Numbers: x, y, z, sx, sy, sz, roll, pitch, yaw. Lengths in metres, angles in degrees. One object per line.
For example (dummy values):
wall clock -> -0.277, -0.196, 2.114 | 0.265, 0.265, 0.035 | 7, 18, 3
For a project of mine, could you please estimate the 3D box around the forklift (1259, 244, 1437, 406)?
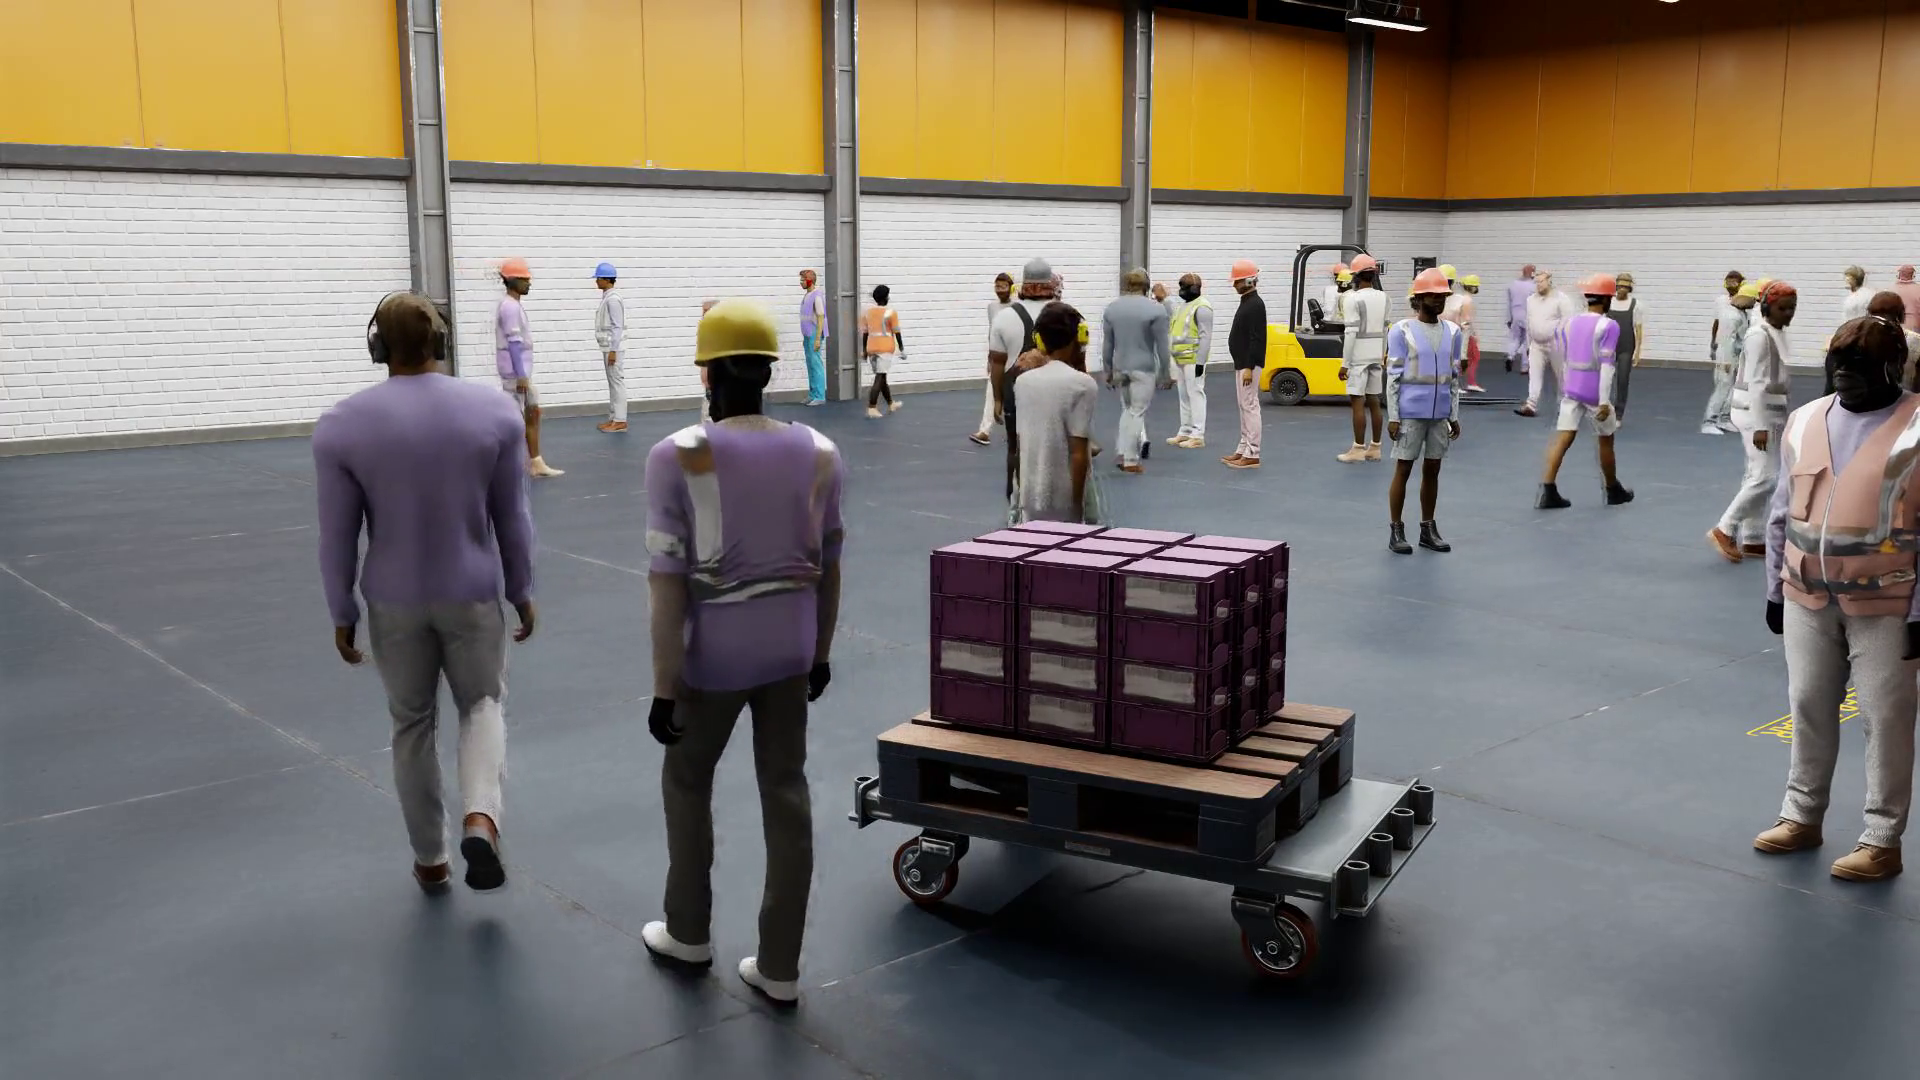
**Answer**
forklift -> 5.256, -2.933, 22.661 | 2.313, 2.155, 1.214 | 3, 10, 16

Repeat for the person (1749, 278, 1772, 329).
person -> 9.451, -2.199, 19.621 | 0.326, 1.765, 0.533 | -2, 10, -9

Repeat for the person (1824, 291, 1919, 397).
person -> 5.835, -0.667, 10.535 | 0.660, 1.799, 0.889 | 9, 13, 42

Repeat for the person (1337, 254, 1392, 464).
person -> 3.928, -1.766, 16.278 | 0.610, 2.040, 0.394 | -7, 12, -35

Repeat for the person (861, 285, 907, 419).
person -> -0.931, -2.370, 20.939 | 0.542, 1.655, 0.868 | 8, 13, 39

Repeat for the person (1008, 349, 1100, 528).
person -> 0.388, -0.060, 7.543 | 0.636, 1.597, 0.523 | -4, 11, -24

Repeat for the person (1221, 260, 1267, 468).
person -> 2.736, -1.681, 15.943 | 0.388, 1.987, 0.608 | 0, 10, 1

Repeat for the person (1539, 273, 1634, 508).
person -> 5.068, -1.194, 13.392 | 0.986, 1.886, 0.563 | -5, 11, -28

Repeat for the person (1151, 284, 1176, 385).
person -> 3.072, -3.181, 25.901 | 0.867, 1.584, 0.520 | -5, 11, -29

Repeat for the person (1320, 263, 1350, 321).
person -> 5.655, -3.178, 24.903 | 0.425, 1.914, 0.535 | -6, 11, -31

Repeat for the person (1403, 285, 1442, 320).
person -> 4.841, -1.875, 17.785 | 0.820, 1.729, 0.553 | -5, 11, -28

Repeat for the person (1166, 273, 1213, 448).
person -> 2.430, -1.898, 17.635 | 0.429, 1.840, 0.636 | -3, 10, -15

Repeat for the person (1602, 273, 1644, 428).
person -> 7.683, -2.200, 19.455 | 0.540, 1.821, 0.569 | 6, 11, 30

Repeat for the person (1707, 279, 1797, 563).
person -> 5.246, -0.778, 10.980 | 0.423, 1.875, 0.689 | 8, 12, 38

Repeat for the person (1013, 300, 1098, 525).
person -> 0.393, -0.115, 7.223 | 0.498, 1.831, 0.545 | -9, 13, -44

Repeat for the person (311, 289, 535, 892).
person -> -1.637, 0.193, 5.145 | 0.649, 1.924, 0.588 | -4, 10, -20

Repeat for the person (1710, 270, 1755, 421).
person -> 9.516, -2.378, 20.416 | 0.573, 1.858, 0.538 | -9, 14, -44

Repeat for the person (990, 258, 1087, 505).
person -> 0.596, -1.106, 12.415 | 0.701, 2.000, 0.955 | 1, 10, 8

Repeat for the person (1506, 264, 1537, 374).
person -> 9.649, -3.765, 28.425 | 0.473, 1.889, 0.665 | -8, 12, -39

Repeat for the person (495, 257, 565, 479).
person -> -4.066, -1.527, 14.956 | 0.853, 2.023, 0.611 | -1, 10, -7

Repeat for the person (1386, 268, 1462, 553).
person -> 3.171, -0.875, 11.353 | 0.548, 1.942, 0.348 | -3, 10, -15

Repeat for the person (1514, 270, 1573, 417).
person -> 7.450, -2.474, 21.020 | 1.014, 1.840, 0.757 | -8, 12, -39

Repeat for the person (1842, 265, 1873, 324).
person -> 10.659, -2.304, 19.782 | 0.463, 1.916, 0.659 | 3, 10, 19

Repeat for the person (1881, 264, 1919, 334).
person -> 13.404, -2.964, 23.684 | 0.638, 1.909, 0.408 | 4, 11, 23

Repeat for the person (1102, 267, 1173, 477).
person -> 1.644, -1.548, 15.348 | 0.637, 1.919, 0.548 | 8, 13, 40

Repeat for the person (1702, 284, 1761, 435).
person -> 8.790, -2.055, 18.950 | 0.510, 1.710, 0.533 | 6, 12, 32

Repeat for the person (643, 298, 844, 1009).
person -> -0.638, 0.296, 4.603 | 0.620, 1.899, 0.770 | -6, 12, -33

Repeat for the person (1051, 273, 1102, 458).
person -> 0.903, -1.619, 15.974 | 0.671, 1.852, 1.015 | 9, 13, 44

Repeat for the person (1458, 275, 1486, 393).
person -> 7.534, -3.011, 24.448 | 0.676, 1.745, 0.533 | 3, 10, 16

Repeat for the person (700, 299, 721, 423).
person -> -2.286, -1.453, 15.666 | 0.594, 1.626, 0.533 | 1, 10, 7

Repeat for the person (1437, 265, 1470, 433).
person -> 5.523, -2.173, 19.024 | 0.407, 1.921, 0.611 | -9, 13, -43

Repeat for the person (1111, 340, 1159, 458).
person -> 1.792, -1.645, 16.866 | 0.522, 1.604, 0.811 | -3, 10, -17

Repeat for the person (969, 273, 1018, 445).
person -> 0.444, -1.920, 17.774 | 0.557, 1.833, 0.795 | 6, 11, 32

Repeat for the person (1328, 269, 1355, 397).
person -> 5.520, -2.969, 23.930 | 0.404, 1.833, 0.590 | 4, 11, 24

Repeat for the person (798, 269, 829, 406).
person -> -1.978, -2.726, 22.485 | 0.372, 1.838, 0.571 | -4, 10, -22

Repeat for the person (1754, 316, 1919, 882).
person -> 2.924, 0.189, 5.459 | 0.431, 1.836, 0.620 | -6, 11, -32

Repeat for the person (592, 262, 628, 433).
person -> -4.019, -2.212, 19.160 | 0.392, 1.949, 0.602 | -3, 10, -17
